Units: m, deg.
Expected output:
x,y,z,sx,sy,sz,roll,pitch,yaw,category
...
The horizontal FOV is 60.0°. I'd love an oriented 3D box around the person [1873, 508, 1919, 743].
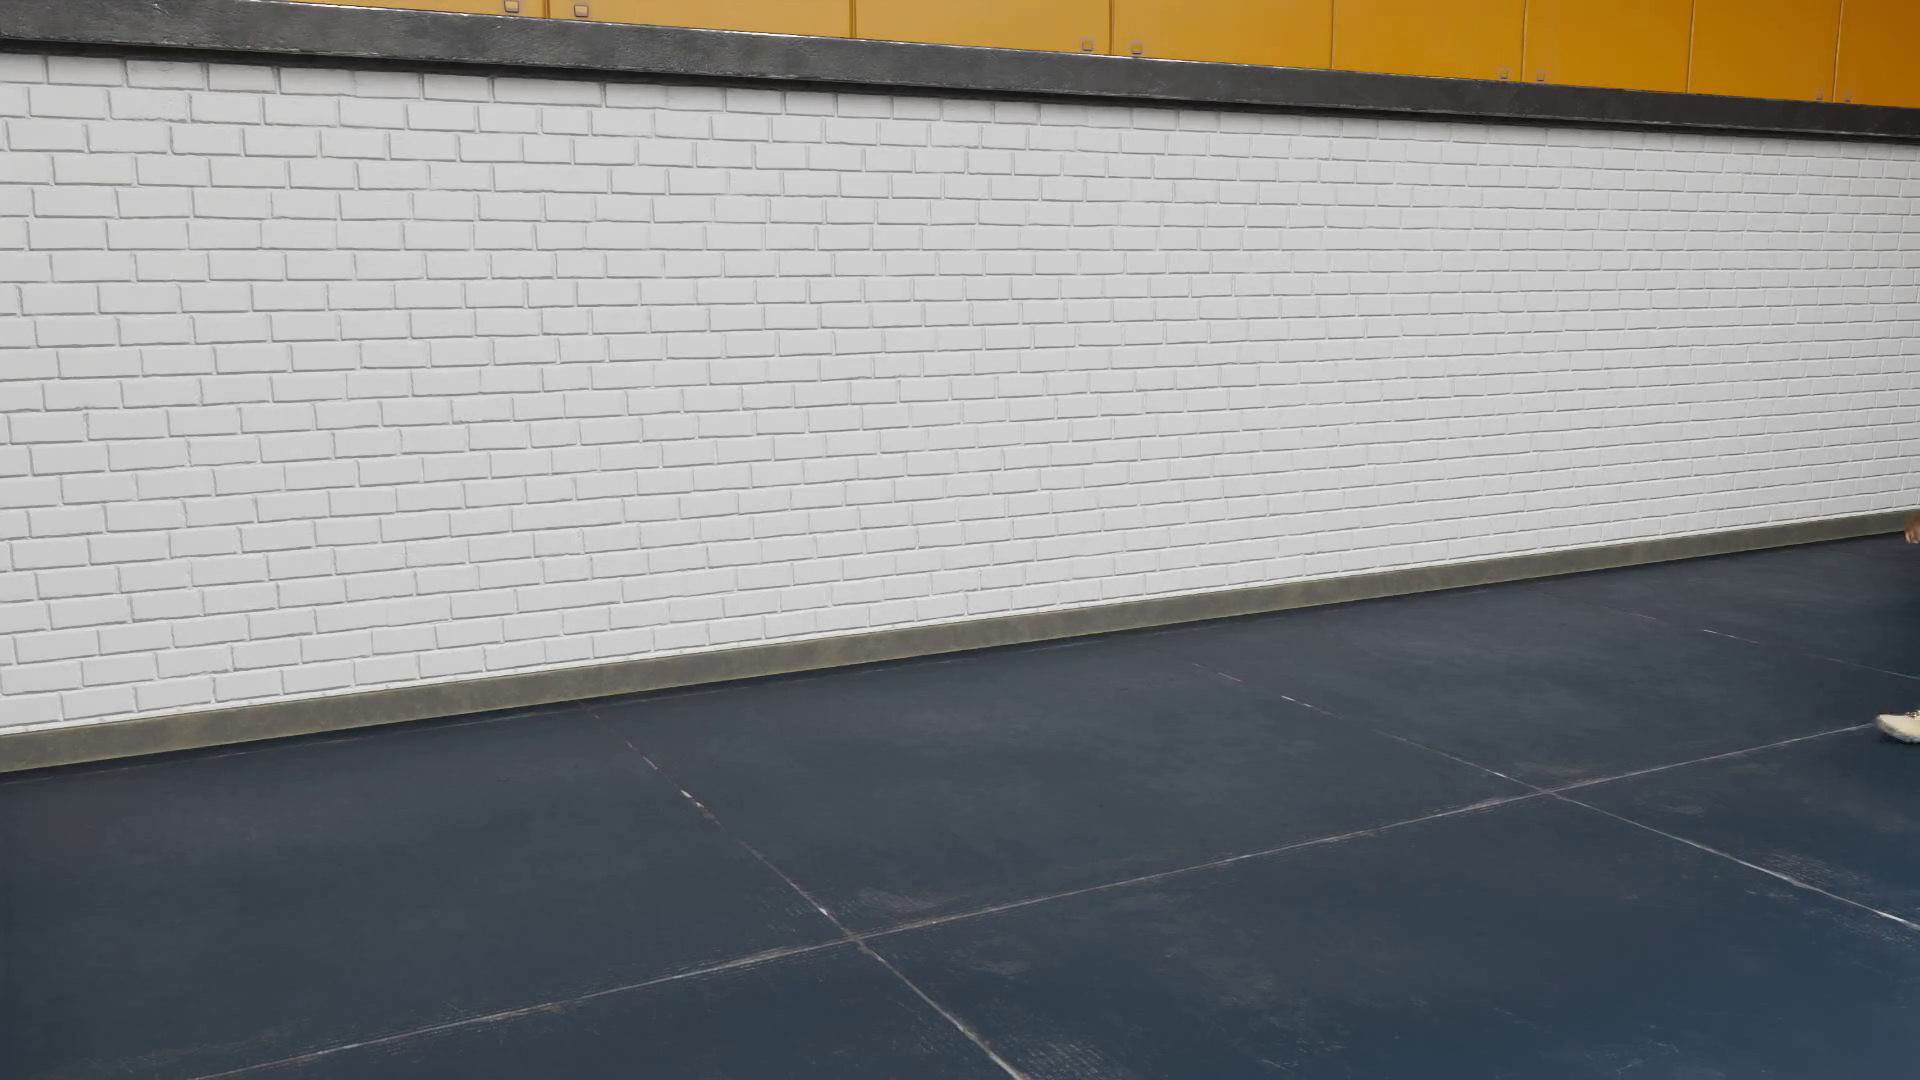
x,y,z,sx,sy,sz,roll,pitch,yaw,category
4.371,-0.101,7.145,0.943,1.999,0.619,1,10,6,person
